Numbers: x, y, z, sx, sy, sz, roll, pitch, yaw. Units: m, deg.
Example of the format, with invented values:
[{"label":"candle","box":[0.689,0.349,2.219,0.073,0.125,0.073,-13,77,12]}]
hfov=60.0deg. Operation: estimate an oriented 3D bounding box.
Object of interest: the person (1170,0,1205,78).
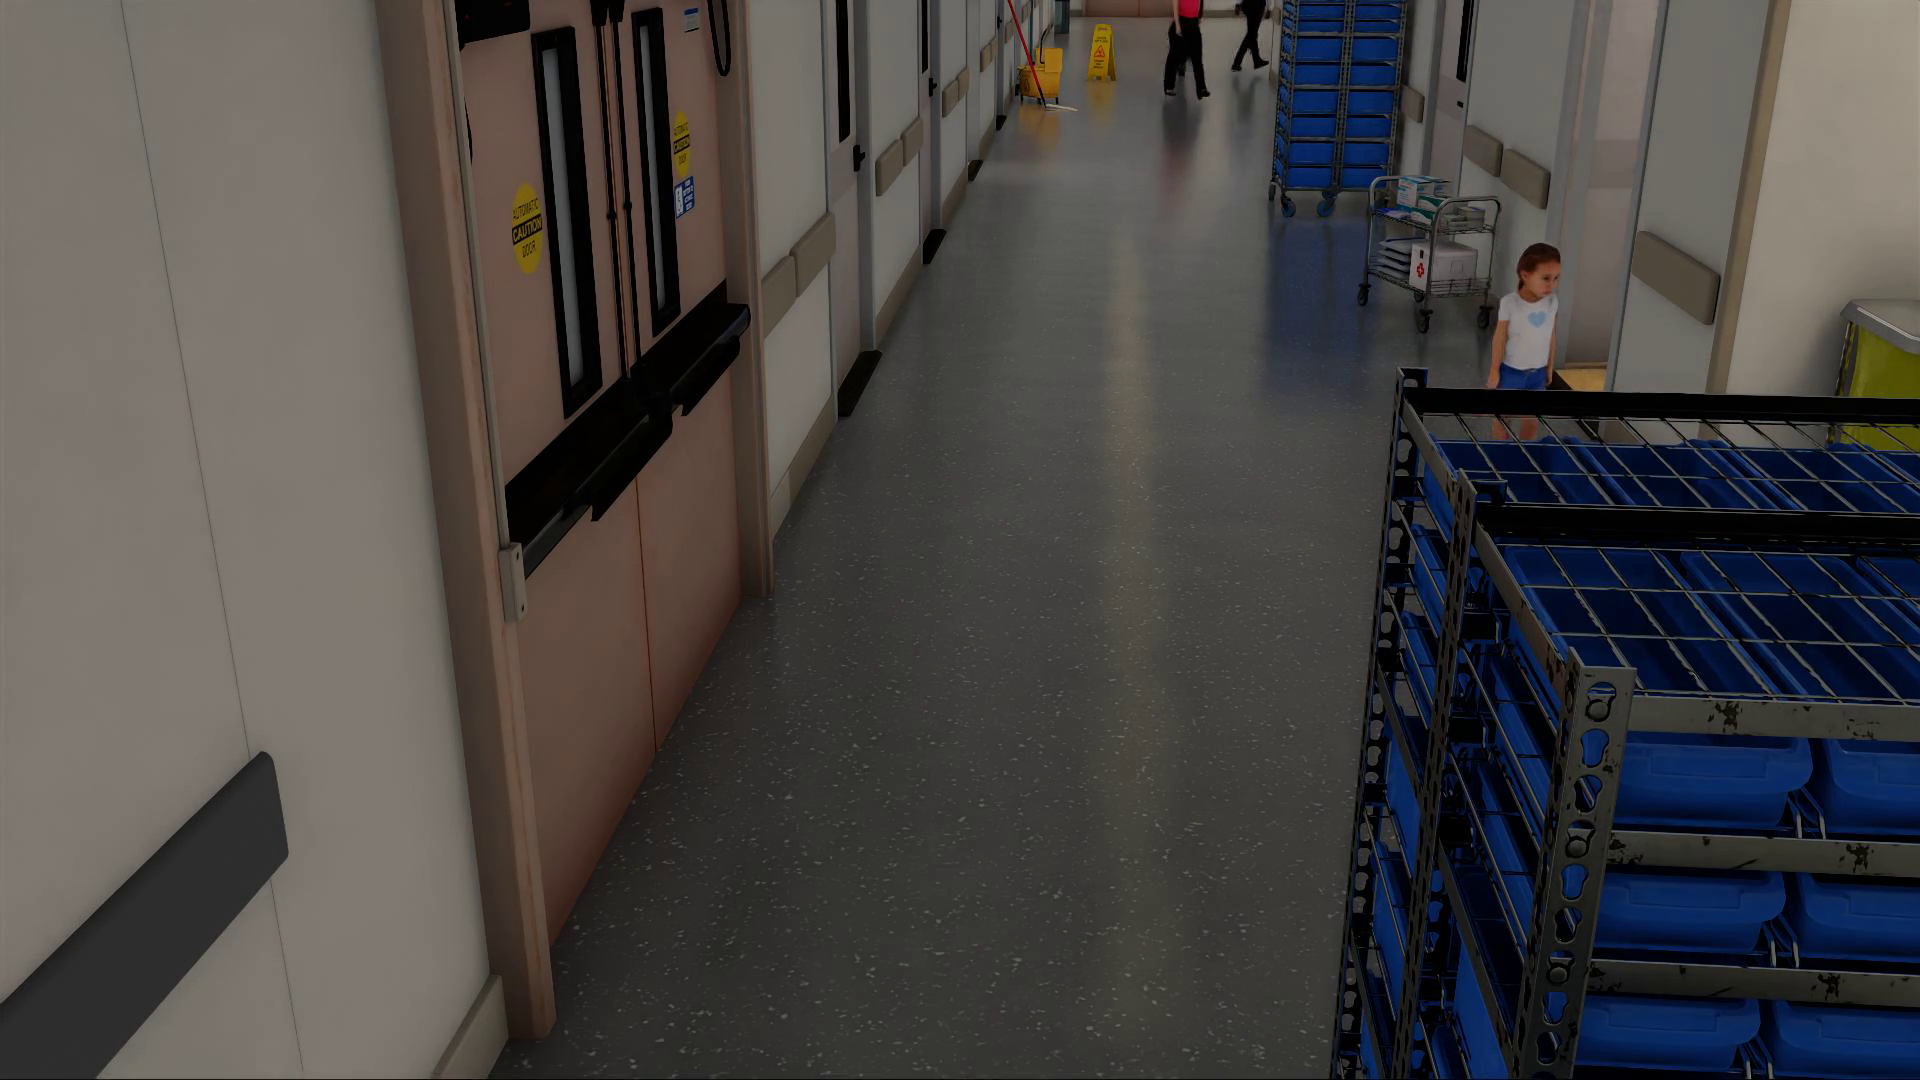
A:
[{"label":"person","box":[3.180,-7.297,23.331,0.820,1.611,1.064,8,22,20]}]

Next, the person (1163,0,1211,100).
[{"label":"person","box":[2.761,-6.324,20.750,0.894,1.620,1.136,-8,22,-21]}]

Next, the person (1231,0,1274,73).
[{"label":"person","box":[4.192,-7.588,23.876,1.164,1.769,1.330,16,26,36]}]

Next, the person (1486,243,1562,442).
[{"label":"person","box":[2.294,-0.731,6.854,0.507,1.003,0.589,-2,21,-6]}]
